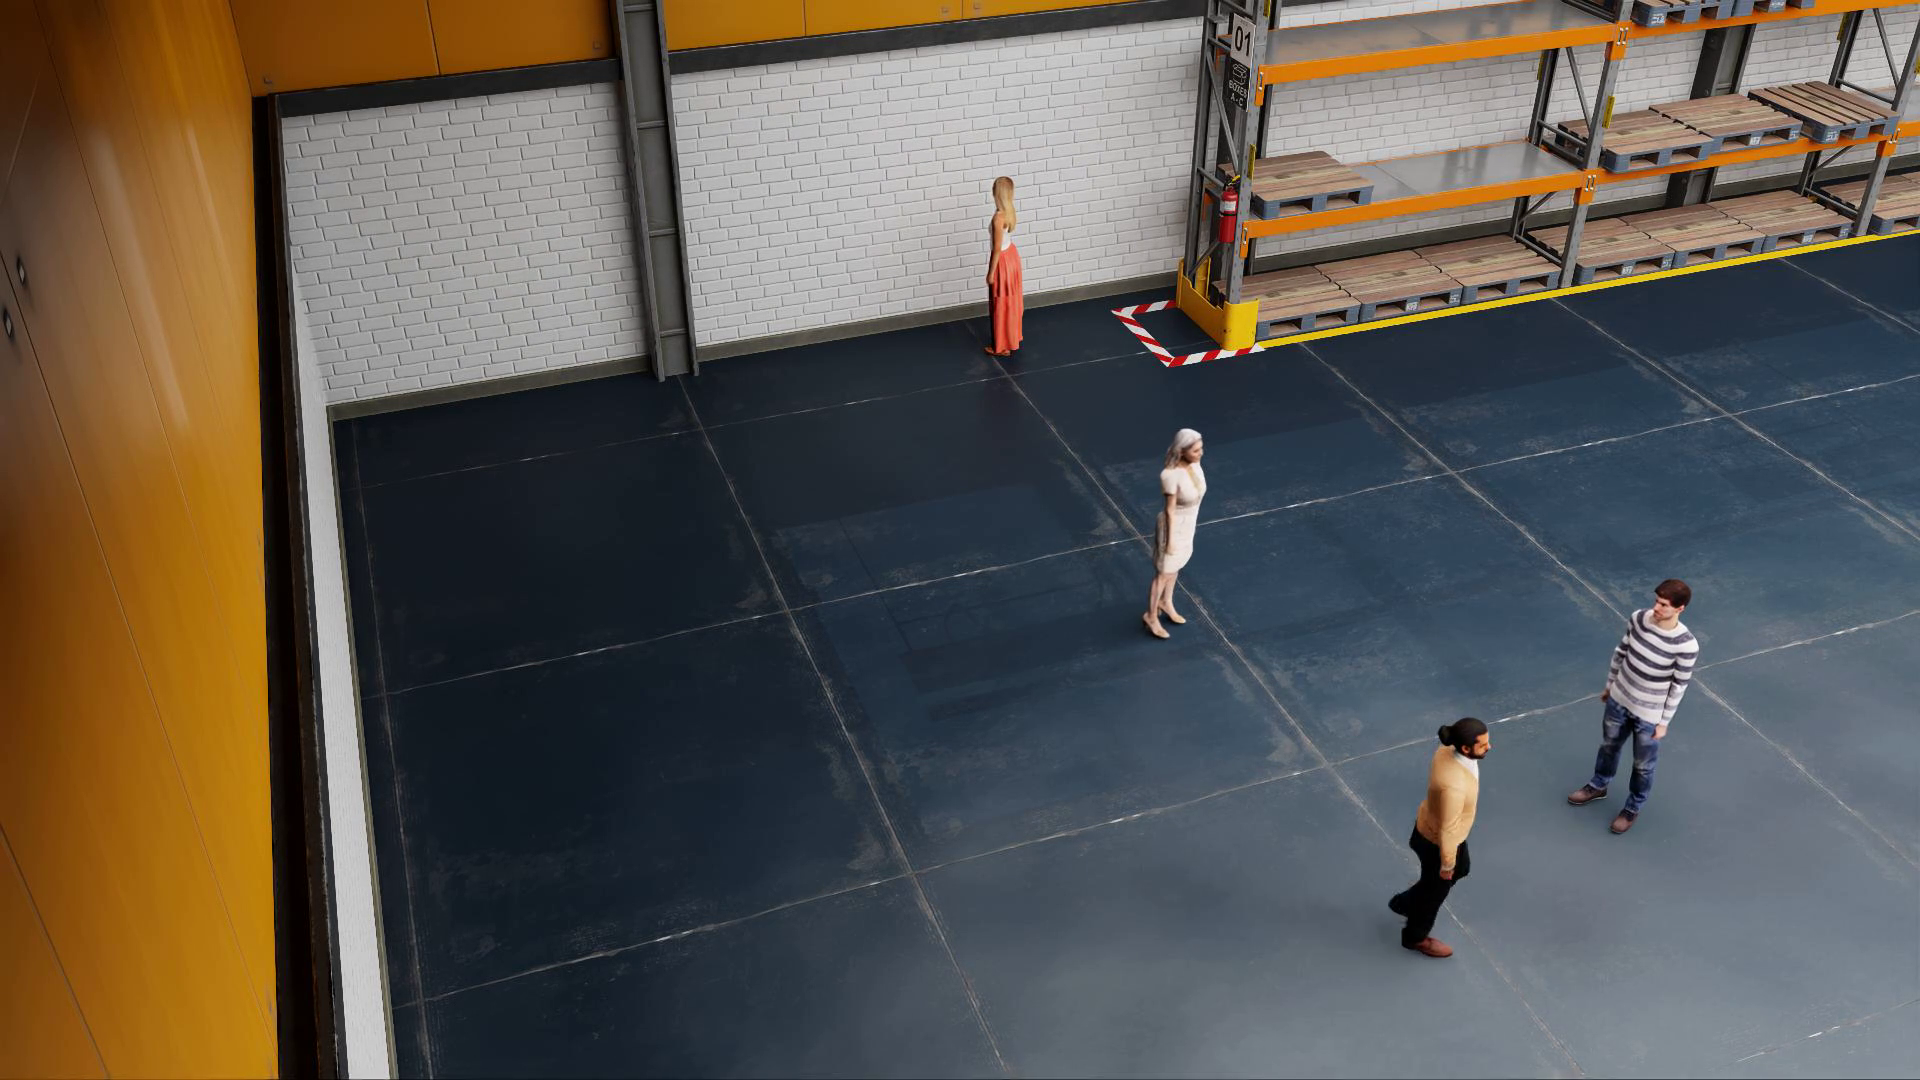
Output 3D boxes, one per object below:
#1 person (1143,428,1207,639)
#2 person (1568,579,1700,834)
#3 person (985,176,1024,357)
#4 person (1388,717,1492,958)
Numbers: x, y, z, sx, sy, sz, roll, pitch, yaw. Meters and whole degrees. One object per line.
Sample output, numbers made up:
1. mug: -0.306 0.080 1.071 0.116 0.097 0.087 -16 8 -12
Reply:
1. person: 1.568 -0.057 12.174 0.754 1.732 0.672 20 39 28
2. person: 4.288 1.011 10.456 0.612 1.854 0.695 -20 38 -27
3. person: 0.420 -2.636 15.989 0.768 1.802 0.728 10 35 15
4. person: 2.694 1.680 9.550 0.850 1.743 0.809 10 35 14
